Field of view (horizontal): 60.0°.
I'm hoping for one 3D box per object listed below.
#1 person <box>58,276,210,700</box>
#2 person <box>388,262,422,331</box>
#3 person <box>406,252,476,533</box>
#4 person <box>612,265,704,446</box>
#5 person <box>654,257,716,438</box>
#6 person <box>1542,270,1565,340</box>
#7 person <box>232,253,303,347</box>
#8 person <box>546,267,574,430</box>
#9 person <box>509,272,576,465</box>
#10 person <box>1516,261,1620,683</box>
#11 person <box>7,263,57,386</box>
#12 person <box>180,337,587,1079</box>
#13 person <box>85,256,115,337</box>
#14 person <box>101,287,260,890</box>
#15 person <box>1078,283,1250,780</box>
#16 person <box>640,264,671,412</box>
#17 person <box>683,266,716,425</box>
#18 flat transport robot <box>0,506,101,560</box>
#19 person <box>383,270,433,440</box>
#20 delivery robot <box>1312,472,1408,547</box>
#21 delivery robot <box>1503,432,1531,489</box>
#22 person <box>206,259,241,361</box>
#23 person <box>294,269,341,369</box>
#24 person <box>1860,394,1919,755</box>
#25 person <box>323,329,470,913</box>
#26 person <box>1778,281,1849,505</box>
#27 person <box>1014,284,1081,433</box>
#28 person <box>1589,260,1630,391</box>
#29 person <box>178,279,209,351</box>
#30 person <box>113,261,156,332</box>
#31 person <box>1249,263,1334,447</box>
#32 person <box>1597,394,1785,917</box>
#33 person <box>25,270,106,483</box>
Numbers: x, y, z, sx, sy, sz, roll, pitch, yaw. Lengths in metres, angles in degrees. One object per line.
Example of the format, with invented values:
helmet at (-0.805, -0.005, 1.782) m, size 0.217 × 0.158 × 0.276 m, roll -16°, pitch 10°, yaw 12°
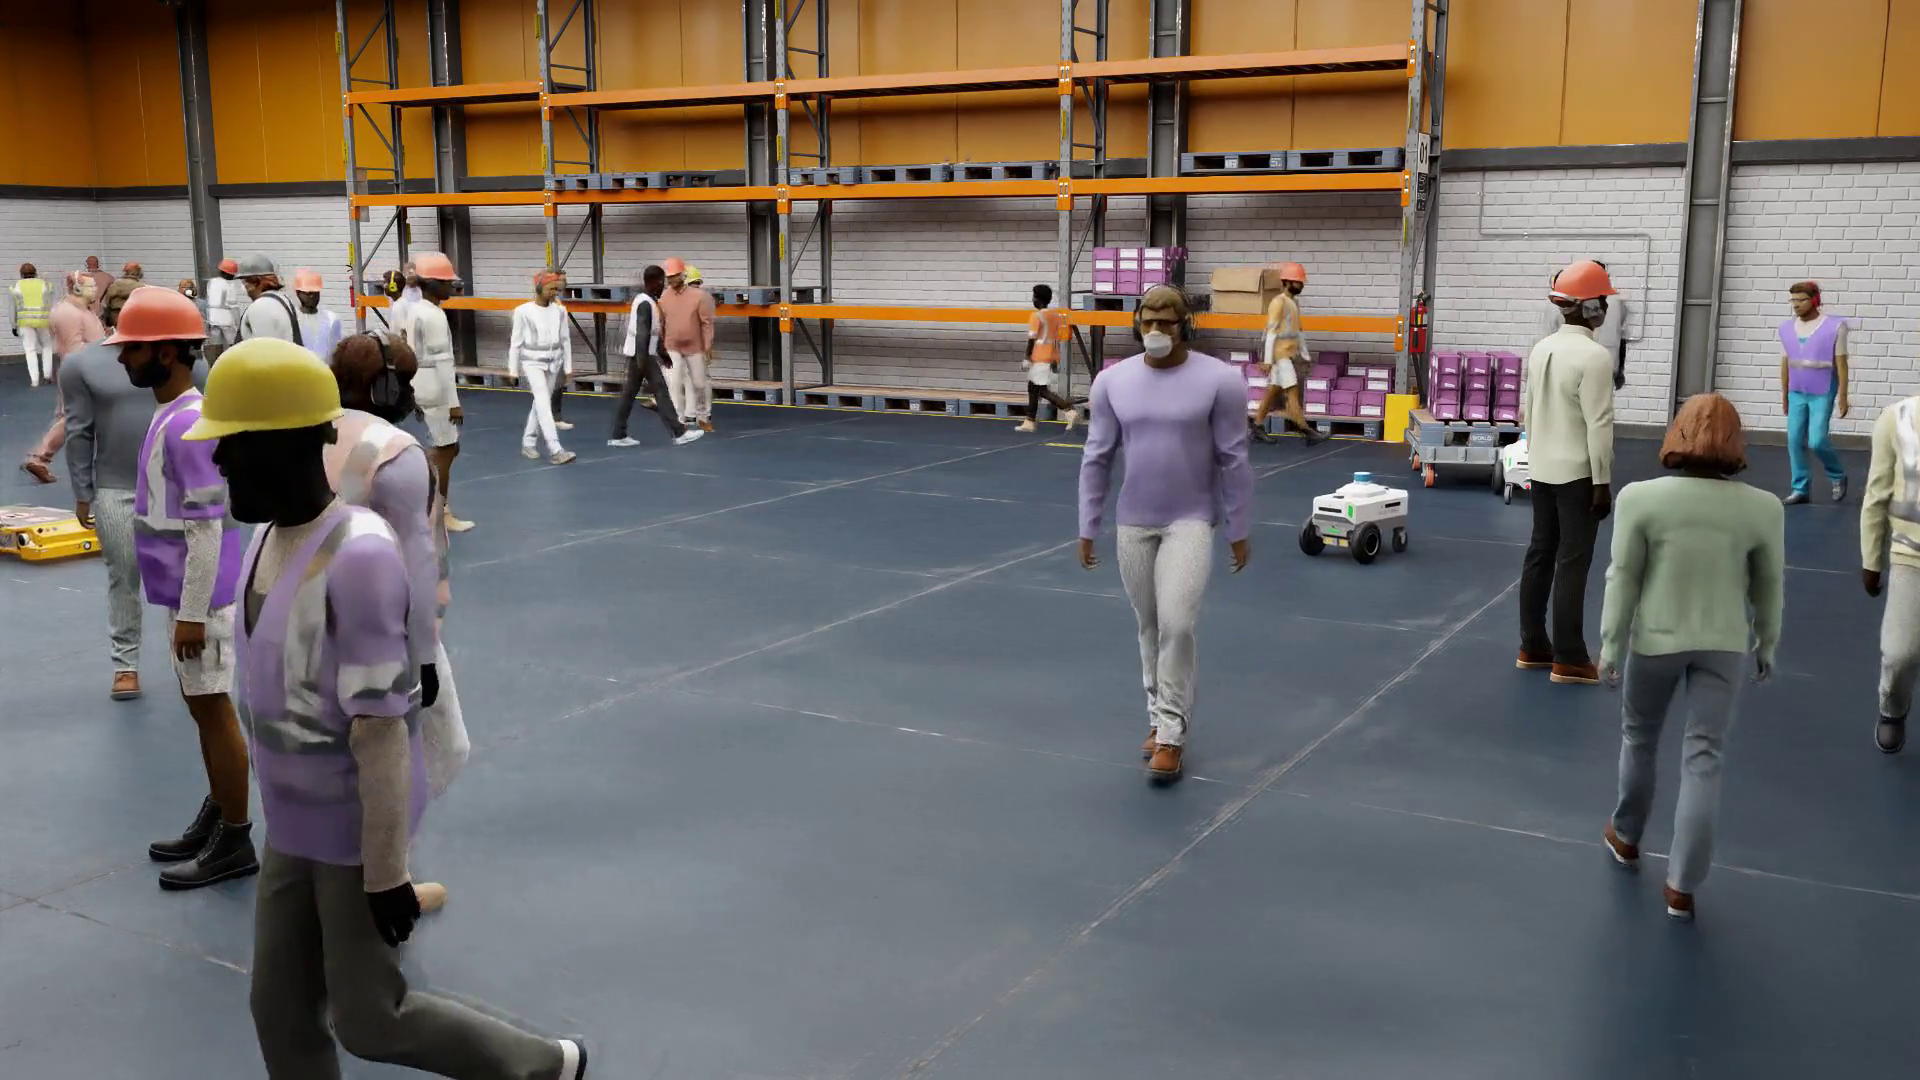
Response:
person at (-3.745, -0.234, 7.647) m, size 0.633 × 1.933 × 0.366 m, roll -5°, pitch 11°, yaw -25°
person at (-7.522, -2.896, 22.934) m, size 0.654 × 1.865 × 0.765 m, roll -3°, pitch 10°, yaw -14°
person at (-3.778, -1.034, 11.894) m, size 0.501 × 2.023 × 0.614 m, roll -5°, pitch 11°, yaw -26°
person at (-3.178, -1.902, 17.256) m, size 1.001 × 1.855 × 0.623 m, roll -3°, pitch 10°, yaw -15°
person at (-3.004, -2.104, 18.167) m, size 0.636 × 1.960 × 0.745 m, roll 0°, pitch 10°, yaw 0°
person at (5.833, -1.649, 15.878) m, size 0.818 × 1.838 × 0.532 m, roll 2°, pitch 10°, yaw 10°
person at (-5.472, -1.245, 13.043) m, size 0.682 × 2.000 × 0.720 m, roll -1°, pitch 10°, yaw -4°
person at (-4.533, -2.137, 18.685) m, size 0.407 × 1.832 × 0.532 m, roll 0°, pitch 10°, yaw 1°
person at (-4.018, -1.646, 15.960) m, size 0.999 × 1.833 × 0.582 m, roll 9°, pitch 13°, yaw 40°
person at (2.913, -0.320, 7.932) m, size 0.375 × 1.997 × 0.612 m, roll -2°, pitch 10°, yaw -13°
person at (-13.790, -3.205, 24.773) m, size 0.647 × 1.819 × 0.591 m, roll -6°, pitch 11°, yaw -29°
person at (-1.196, 0.532, 3.387) m, size 0.709 × 1.902 × 0.593 m, roll -9°, pitch 13°, yaw -42°
person at (-14.893, -3.945, 28.715) m, size 0.643 × 1.908 × 0.411 m, roll -7°, pitch 12°, yaw -34°
person at (-2.517, 0.157, 5.399) m, size 0.362 × 1.938 × 0.545 m, roll -6°, pitch 11°, yaw -29°
person at (0.754, -0.027, 6.491) m, size 0.662 × 1.913 × 0.770 m, roll 5°, pitch 11°, yaw 25°
person at (-3.552, -2.498, 20.624) m, size 0.912 × 1.860 × 0.666 m, roll 5°, pitch 11°, yaw 26°
person at (-3.106, -2.256, 19.359) m, size 0.404 × 1.833 × 0.589 m, roll 7°, pitch 12°, yaw 35°
flat transport robot at (-6.412, -0.068, 11.390) m, size 1.431 × 0.197 × 0.652 m, roll 6°, pitch 12°, yaw 30°
person at (-5.899, -1.944, 17.652) m, size 1.002 × 1.821 × 0.535 m, roll 0°, pitch 10°, yaw -2°
delivery robot at (2.681, -0.212, 11.118) m, size 0.707 × 0.478 × 0.477 m, roll -9°, pitch 13°, yaw -42°
delivery robot at (4.613, -0.636, 13.537) m, size 0.477 × 0.478 × 0.707 m, roll 3°, pitch 10°, yaw 16°
person at (-10.842, -3.184, 24.500) m, size 0.660 × 1.883 × 0.378 m, roll 4°, pitch 11°, yaw 23°
person at (-5.419, -1.312, 13.882) m, size 0.568 × 1.888 × 1.001 m, roll -8°, pitch 13°, yaw -37°
person at (3.758, 0.057, 6.321) m, size 0.606 × 1.818 × 0.536 m, roll 5°, pitch 11°, yaw 25°
person at (-1.753, 0.294, 4.937) m, size 0.653 × 1.824 × 0.474 m, roll 8°, pitch 13°, yaw 39°
person at (6.816, -1.162, 13.261) m, size 0.597 × 1.802 × 0.591 m, roll -5°, pitch 11°, yaw -28°
person at (0.970, -1.989, 18.325) m, size 0.790 × 1.663 × 0.528 m, roll 4°, pitch 11°, yaw 23°
person at (5.711, -1.549, 15.051) m, size 0.612 × 1.935 × 0.477 m, roll -3°, pitch 11°, yaw -19°
person at (-10.677, -2.804, 23.062) m, size 0.497 × 1.626 × 0.287 m, roll -9°, pitch 13°, yaw -40°
person at (-10.645, -2.667, 21.578) m, size 0.609 × 1.868 × 0.417 m, roll -7°, pitch 12°, yaw -36°
person at (3.427, -1.902, 17.193) m, size 0.982 × 1.883 × 0.554 m, roll 6°, pitch 11°, yaw 29°
person at (2.316, 0.335, 5.314) m, size 0.534 × 1.601 × 0.749 m, roll 3°, pitch 10°, yaw 16°
person at (-7.724, -1.427, 14.580) m, size 0.950 × 1.867 × 0.640 m, roll -1°, pitch 10°, yaw -7°
